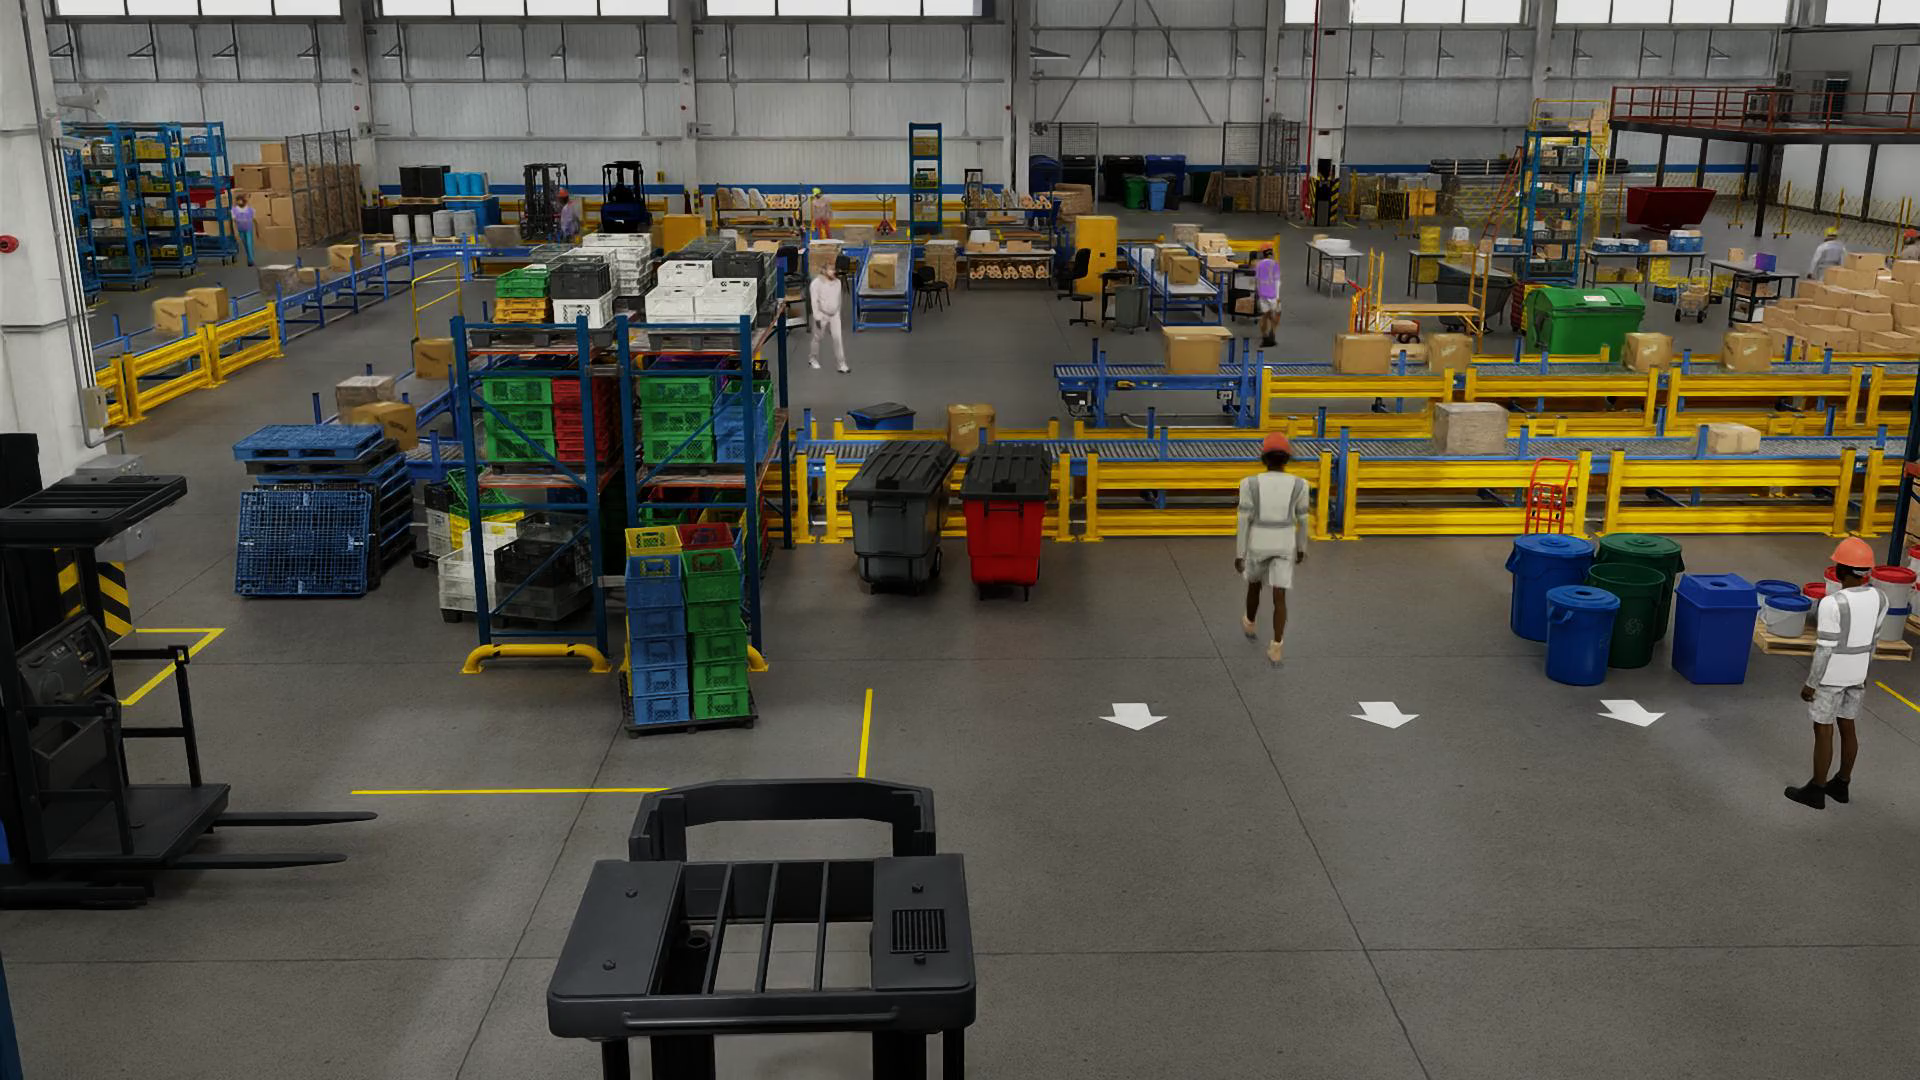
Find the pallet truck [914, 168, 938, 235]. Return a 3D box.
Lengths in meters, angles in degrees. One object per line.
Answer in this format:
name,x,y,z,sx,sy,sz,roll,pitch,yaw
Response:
pallet truck,-0.989,-10.316,50.507,0.823,1.965,1.885,1,16,3

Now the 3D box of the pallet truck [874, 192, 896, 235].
pallet truck,-2.277,-9.986,50.594,0.653,1.274,1.630,0,16,-1

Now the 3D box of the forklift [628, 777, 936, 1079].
forklift,-0.542,2.165,5.552,1.129,2.768,1.873,-1,16,-2

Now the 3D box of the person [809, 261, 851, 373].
person,-2.251,-3.762,27.989,0.645,1.862,0.984,-10,19,-32

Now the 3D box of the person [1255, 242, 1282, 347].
person,5.638,-4.476,30.375,0.455,1.899,0.593,-13,21,-39

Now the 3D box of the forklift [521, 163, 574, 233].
forklift,-12.233,-10.122,49.298,1.157,1.987,2.680,0,16,-1

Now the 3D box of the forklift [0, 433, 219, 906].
forklift,-5.952,0.780,10.366,1.873,2.768,1.129,0,16,-1

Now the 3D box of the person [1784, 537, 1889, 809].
person,6.086,0.924,11.544,0.543,1.938,0.356,-6,17,-21

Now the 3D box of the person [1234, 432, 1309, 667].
person,2.718,0.033,14.552,0.636,1.981,1.065,1,16,4

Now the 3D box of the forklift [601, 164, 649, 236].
forklift,-9.948,-10.127,49.296,1.157,1.987,2.680,-1,16,-3

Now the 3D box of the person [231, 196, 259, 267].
person,-18.138,-7.813,42.168,0.564,1.785,1.005,-2,16,-7

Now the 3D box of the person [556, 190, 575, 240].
person,-9.688,-7.719,41.462,0.858,2.018,0.615,-3,16,-11

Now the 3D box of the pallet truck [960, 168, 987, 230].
pallet truck,0.383,-10.230,50.206,0.823,1.965,1.885,-1,16,-3

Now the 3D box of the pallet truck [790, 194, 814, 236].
pallet truck,-4.814,-9.883,50.259,0.704,1.261,1.522,-1,16,-3

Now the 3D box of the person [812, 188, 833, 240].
person,-3.741,-8.858,45.927,0.695,1.716,0.409,-2,16,-7

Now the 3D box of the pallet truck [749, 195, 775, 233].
pallet truck,-6.051,-9.967,50.660,0.680,1.201,1.601,0,16,-1

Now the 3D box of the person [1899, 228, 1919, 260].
person,18.183,-5.004,32.068,0.662,1.974,0.571,-11,19,-32

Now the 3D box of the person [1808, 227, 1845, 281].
person,17.839,-5.568,34.370,0.623,1.781,0.912,-3,16,-11
